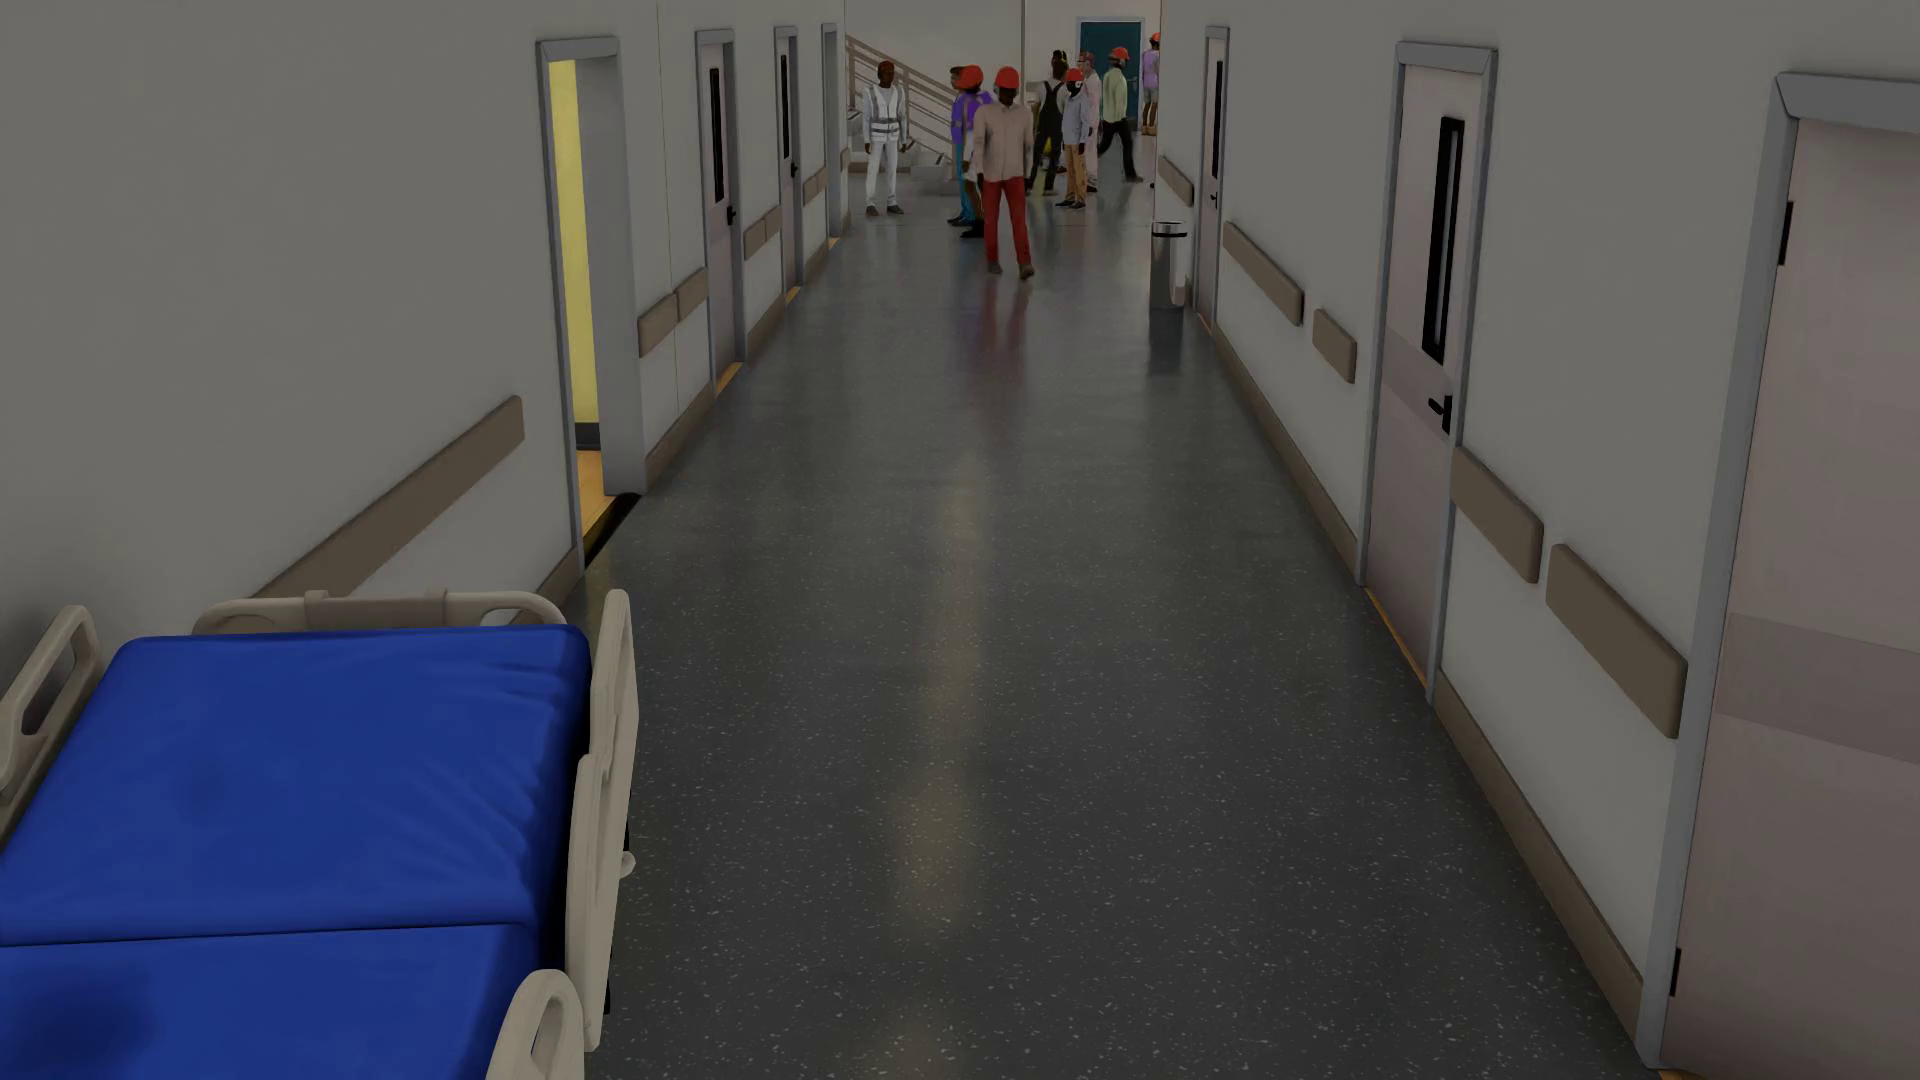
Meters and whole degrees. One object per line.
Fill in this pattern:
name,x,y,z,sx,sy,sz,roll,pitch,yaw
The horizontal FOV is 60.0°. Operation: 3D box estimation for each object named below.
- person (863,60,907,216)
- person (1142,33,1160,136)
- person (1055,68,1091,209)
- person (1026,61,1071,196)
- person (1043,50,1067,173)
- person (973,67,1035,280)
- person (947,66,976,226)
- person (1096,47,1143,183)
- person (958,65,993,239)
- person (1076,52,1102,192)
person,-0.931,-4.953,20.548,0.590,1.872,0.374,-9,20,-25
person,3.937,-9.230,33.732,0.409,2.030,0.610,-12,21,-32
person,1.453,-5.131,21.286,0.326,1.752,0.560,-8,19,-24
person,1.190,-5.619,22.743,0.696,1.800,0.394,5,18,16
person,1.523,-6.672,25.934,0.328,1.876,0.513,-7,19,-20
person,0.422,-3.435,15.636,0.624,1.939,0.983,-3,18,-11
person,0.063,-4.633,19.595,0.391,1.836,0.560,-2,18,-8
person,2.225,-6.202,24.324,0.939,1.958,0.602,-8,19,-23
person,0.222,-4.304,18.491,0.390,1.887,0.589,8,19,24
person,1.751,-5.829,23.231,0.399,1.910,0.643,-2,18,-5
